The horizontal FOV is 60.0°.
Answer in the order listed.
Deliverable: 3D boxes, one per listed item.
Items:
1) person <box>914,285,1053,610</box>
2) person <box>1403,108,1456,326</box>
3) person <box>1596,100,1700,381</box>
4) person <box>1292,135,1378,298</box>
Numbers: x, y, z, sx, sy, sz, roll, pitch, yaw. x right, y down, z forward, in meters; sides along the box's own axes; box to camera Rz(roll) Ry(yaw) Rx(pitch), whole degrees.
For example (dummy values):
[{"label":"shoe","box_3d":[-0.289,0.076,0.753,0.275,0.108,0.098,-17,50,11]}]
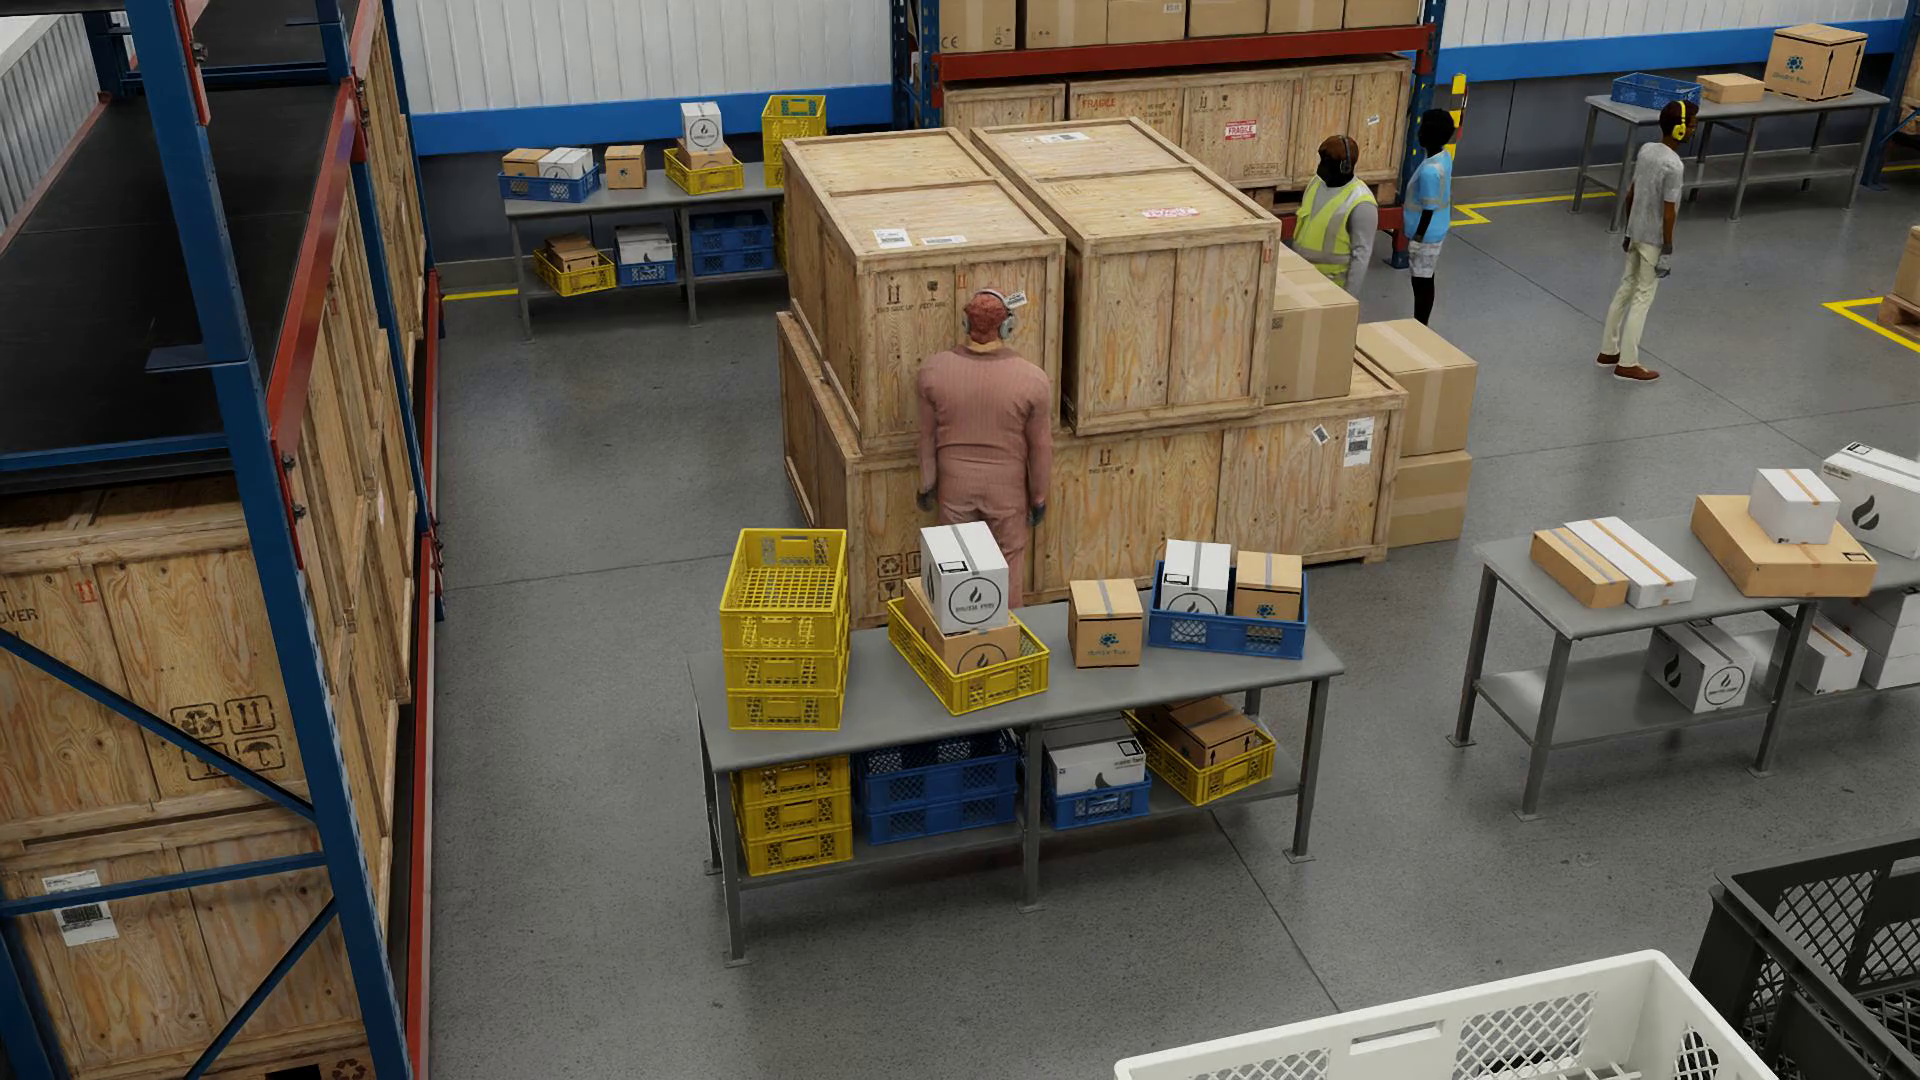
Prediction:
[{"label":"person","box_3d":[0.121,-0.293,7.940,0.649,1.904,0.402,6,29,11]},{"label":"person","box_3d":[3.199,-2.122,11.469,0.321,1.697,0.529,11,31,20]},{"label":"person","box_3d":[4.589,-1.987,11.050,0.312,1.869,0.536,-4,29,-7]},{"label":"person","box_3d":[2.277,-1.616,10.406,0.429,1.845,0.621,-12,31,-21]}]
